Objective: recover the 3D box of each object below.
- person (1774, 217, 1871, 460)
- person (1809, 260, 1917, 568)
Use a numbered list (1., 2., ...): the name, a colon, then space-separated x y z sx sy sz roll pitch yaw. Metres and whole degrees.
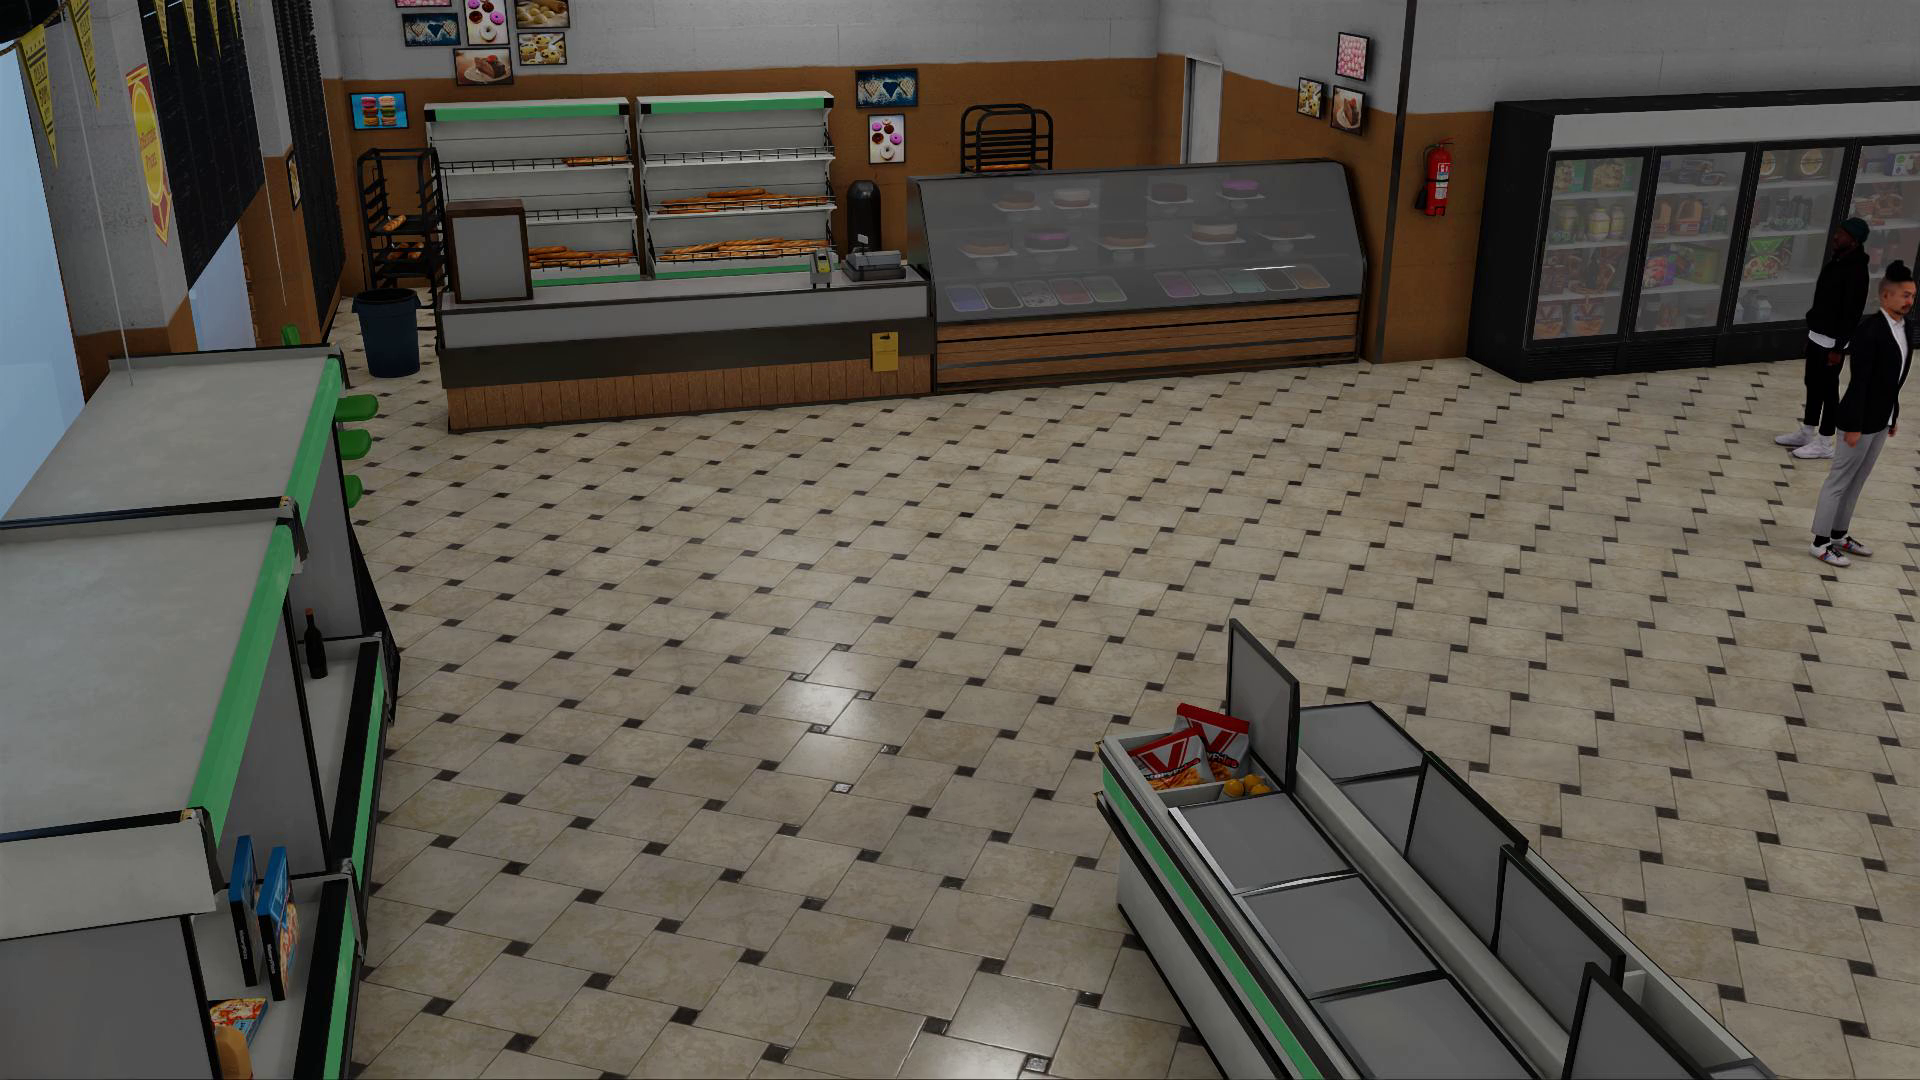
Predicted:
1. person: 6.564 -1.527 12.527 0.801 1.818 0.633 1 22 3
2. person: 5.764 -0.821 10.583 0.781 1.959 0.731 -15 26 -32
